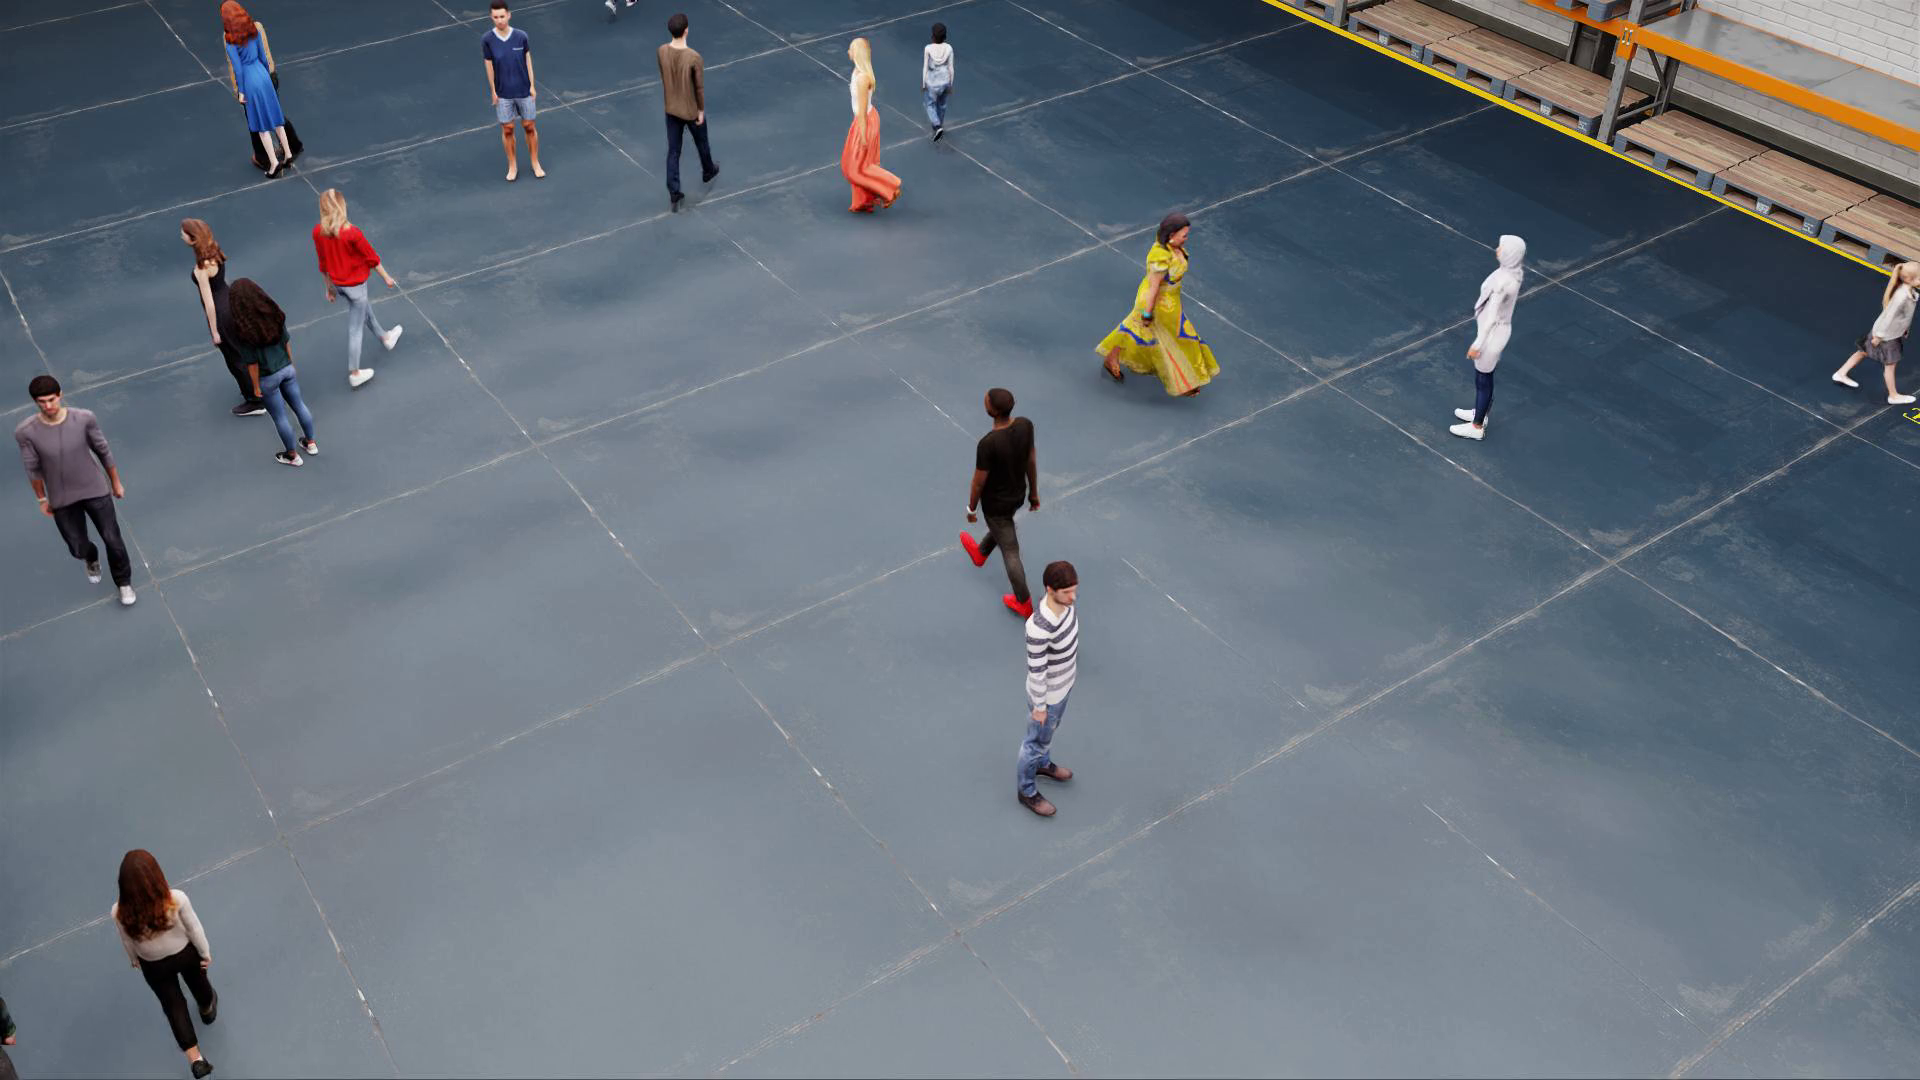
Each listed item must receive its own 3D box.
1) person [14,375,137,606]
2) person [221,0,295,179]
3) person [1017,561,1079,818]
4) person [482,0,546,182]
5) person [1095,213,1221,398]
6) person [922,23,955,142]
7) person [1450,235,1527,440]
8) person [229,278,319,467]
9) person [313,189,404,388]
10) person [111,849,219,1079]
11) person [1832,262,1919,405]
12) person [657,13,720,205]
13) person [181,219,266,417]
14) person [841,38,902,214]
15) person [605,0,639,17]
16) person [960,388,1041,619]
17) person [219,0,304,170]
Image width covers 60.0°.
[{"bbox_3d":[-6.158,-0.377,11.595,0.727,1.840,0.772,-21,43,-24],"label":"person"},{"bbox_3d":[-7.119,-4.550,16.831,0.736,1.827,0.716,16,41,19],"label":"person"},{"bbox_3d":[0.535,0.856,10.043,0.714,1.850,0.722,15,41,18],"label":"person"},{"bbox_3d":[-4.527,-4.568,16.835,0.688,1.849,0.677,-9,39,-11],"label":"person"},{"bbox_3d":[1.555,-1.952,13.752,1.399,1.610,1.260,12,40,14],"label":"person"},{"bbox_3d":[-0.237,-4.854,17.674,0.612,1.250,0.783,-11,40,-14],"label":"person"},{"bbox_3d":[4.231,-1.596,13.173,0.677,1.775,0.690,20,43,23],"label":"person"},{"bbox_3d":[-5.344,-1.305,12.937,0.698,1.615,0.680,23,44,26],"label":"person"},{"bbox_3d":[-5.109,-2.046,13.825,1.095,1.664,1.067,14,41,17],"label":"person"},{"bbox_3d":[-4.112,2.216,8.648,0.658,1.466,0.974,-16,41,-19],"label":"person"},{"bbox_3d":[7.629,-1.749,13.792,0.946,1.241,0.714,23,44,26],"label":"person"},{"bbox_3d":[-2.769,-4.209,16.386,1.172,1.848,1.192,10,40,12],"label":"person"},{"bbox_3d":[-5.944,-1.825,13.484,0.703,1.745,0.603,-2,39,-2],"label":"person"},{"bbox_3d":[-0.831,-3.995,16.162,0.915,1.794,0.885,0,39,0],"label":"person"},{"bbox_3d":[-4.233,-7.248,20.437,1.027,1.543,0.942,16,41,19],"label":"person"},{"bbox_3d":[0.365,-0.216,11.456,0.739,1.762,1.163,-28,46,-30],"label":"person"},{"bbox_3d":[-7.219,-4.683,17.065,0.853,1.742,0.829,24,44,27],"label":"person"}]
